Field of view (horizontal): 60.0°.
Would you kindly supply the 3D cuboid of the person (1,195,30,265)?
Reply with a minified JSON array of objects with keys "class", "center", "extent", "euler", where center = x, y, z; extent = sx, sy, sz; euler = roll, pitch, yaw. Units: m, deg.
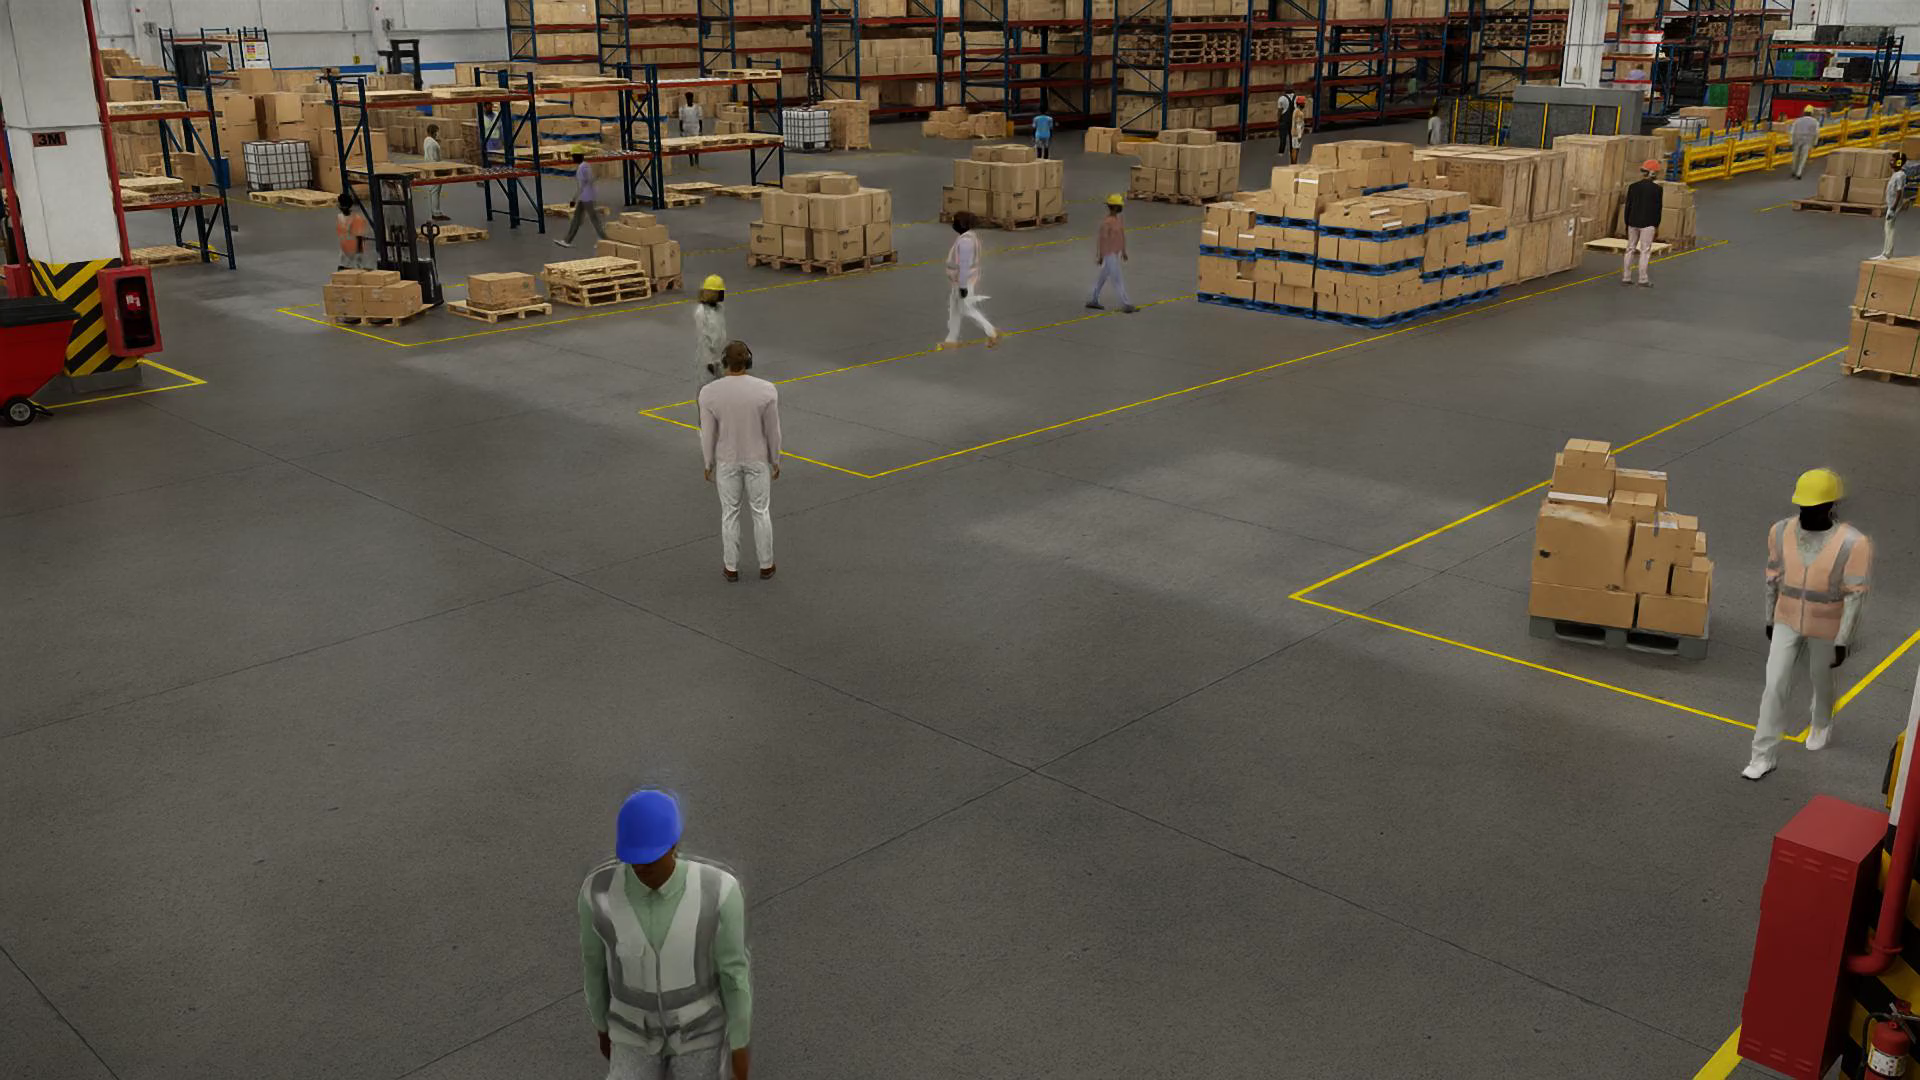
[{"class":"person","center":[-12.909,-3.839,22.970],"extent":[0.506,1.842,0.348],"euler":[0,18,1]}]

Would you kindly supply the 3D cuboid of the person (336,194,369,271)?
[{"class":"person","center":[-9.004,-4.328,24.735],"extent":[0.531,1.660,0.855],"euler":[11,21,30]}]

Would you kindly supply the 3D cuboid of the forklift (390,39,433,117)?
[{"class":"forklift","center":[-19.428,-16.213,58.630],"extent":[1.873,2.768,1.129],"euler":[17,25,41]}]

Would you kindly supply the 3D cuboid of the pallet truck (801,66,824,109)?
[{"class":"pallet truck","center":[-4.812,-15.182,56.903],"extent":[0.823,1.965,1.885],"euler":[-9,21,-26]}]

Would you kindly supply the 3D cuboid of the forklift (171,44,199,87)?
[{"class":"forklift","center":[-24.593,-14.348,53.009],"extent":[1.129,2.768,1.873],"euler":[17,25,41]}]

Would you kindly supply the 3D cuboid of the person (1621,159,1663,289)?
[{"class":"person","center":[10.712,-4.953,26.095],"extent":[0.392,1.990,0.612],"euler":[-12,22,-32]}]

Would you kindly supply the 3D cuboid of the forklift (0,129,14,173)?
[{"class":"forklift","center":[-24.029,-10.894,42.603],"extent":[1.129,2.768,1.873],"euler":[17,25,41]}]

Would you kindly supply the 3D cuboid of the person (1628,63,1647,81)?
[{"class":"person","center":[25.008,-16.676,61.544],"extent":[0.650,1.911,0.530],"euler":[14,23,37]}]

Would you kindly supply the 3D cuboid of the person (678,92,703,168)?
[{"class":"person","center":[-7.065,-10.753,43.659],"extent":[0.618,1.923,0.920],"euler":[-3,19,-9]}]

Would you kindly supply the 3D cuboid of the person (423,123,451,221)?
[{"class":"person","center":[-10.642,-7.454,33.719],"extent":[0.373,1.935,0.628],"euler":[-9,20,-24]}]

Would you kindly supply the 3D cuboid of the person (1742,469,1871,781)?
[{"class":"person","center":[5.094,0.464,9.963],"extent":[0.595,1.880,1.006],"euler":[17,25,41]}]

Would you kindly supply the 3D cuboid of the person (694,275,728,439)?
[{"class":"person","center":[-2.535,-1.875,17.243],"extent":[0.560,1.722,0.518],"euler":[12,22,31]}]

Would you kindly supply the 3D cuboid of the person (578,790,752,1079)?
[{"class":"person","center":[-1.042,1.769,5.944],"extent":[0.608,1.929,0.519],"euler":[-1,18,-4]}]

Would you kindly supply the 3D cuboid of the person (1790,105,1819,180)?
[{"class":"person","center":[20.816,-9.797,41.000],"extent":[0.605,1.788,0.902],"euler":[14,23,35]}]

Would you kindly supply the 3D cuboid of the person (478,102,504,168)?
[{"class":"person","center":[-11.688,-10.020,41.531],"extent":[0.609,1.885,0.802],"euler":[-12,22,-31]}]

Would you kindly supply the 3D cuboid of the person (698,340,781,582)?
[{"class":"person","center":[-1.721,-0.617,13.110],"extent":[0.627,1.941,0.371],"euler":[-2,19,-7]}]

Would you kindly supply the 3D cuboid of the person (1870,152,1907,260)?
[{"class":"person","center":[15.955,-5.688,28.497],"extent":[0.327,1.874,0.519],"euler":[7,20,21]}]

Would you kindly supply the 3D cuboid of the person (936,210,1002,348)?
[{"class":"person","center":[0.115,-3.362,21.578],"extent":[0.804,1.819,0.632],"euler":[1,18,2]}]

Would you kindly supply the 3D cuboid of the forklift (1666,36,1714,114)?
[{"class":"forklift","center":[27.341,-17.291,61.877],"extent":[1.129,2.768,1.873],"euler":[17,25,41]}]

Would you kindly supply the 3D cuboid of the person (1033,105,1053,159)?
[{"class":"person","center":[2.146,-10.454,43.197],"extent":[0.533,1.656,0.897],"euler":[2,19,7]}]

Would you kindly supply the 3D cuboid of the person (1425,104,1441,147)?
[{"class":"person","center":[11.420,-9.665,40.512],"extent":[0.550,1.846,0.653],"euler":[-16,24,-40]}]

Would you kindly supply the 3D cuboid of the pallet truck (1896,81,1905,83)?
[{"class":"pallet truck","center":[34.802,-16.331,61.455],"extent":[0.653,1.274,1.630],"euler":[17,25,41]}]

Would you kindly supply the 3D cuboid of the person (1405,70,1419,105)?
[{"class":"person","center":[16.958,-16.739,62.211],"extent":[0.493,1.608,0.761],"euler":[-17,25,-42]}]

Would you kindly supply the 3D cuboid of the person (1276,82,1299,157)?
[{"class":"person","center":[9.157,-11.787,46.608],"extent":[0.673,2.000,0.536],"euler":[-5,19,-15]}]

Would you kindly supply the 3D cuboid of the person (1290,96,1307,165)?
[{"class":"person","center":[8.620,-10.319,42.353],"extent":[0.364,1.933,0.543],"euler":[0,18,-1]}]

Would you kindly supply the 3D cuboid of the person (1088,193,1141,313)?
[{"class":"person","center":[2.239,-4.170,24.155],"extent":[0.899,1.712,0.538],"euler":[11,21,29]}]

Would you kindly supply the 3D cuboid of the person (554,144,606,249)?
[{"class":"person","center":[-6.836,-6.161,29.915],"extent":[0.997,1.873,0.588],"euler":[-6,19,-17]}]

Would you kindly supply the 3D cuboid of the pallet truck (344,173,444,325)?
[{"class":"pallet truck","center":[-8.209,-4.181,23.757],"extent":[0.823,1.965,1.885],"euler":[3,19,9]}]
